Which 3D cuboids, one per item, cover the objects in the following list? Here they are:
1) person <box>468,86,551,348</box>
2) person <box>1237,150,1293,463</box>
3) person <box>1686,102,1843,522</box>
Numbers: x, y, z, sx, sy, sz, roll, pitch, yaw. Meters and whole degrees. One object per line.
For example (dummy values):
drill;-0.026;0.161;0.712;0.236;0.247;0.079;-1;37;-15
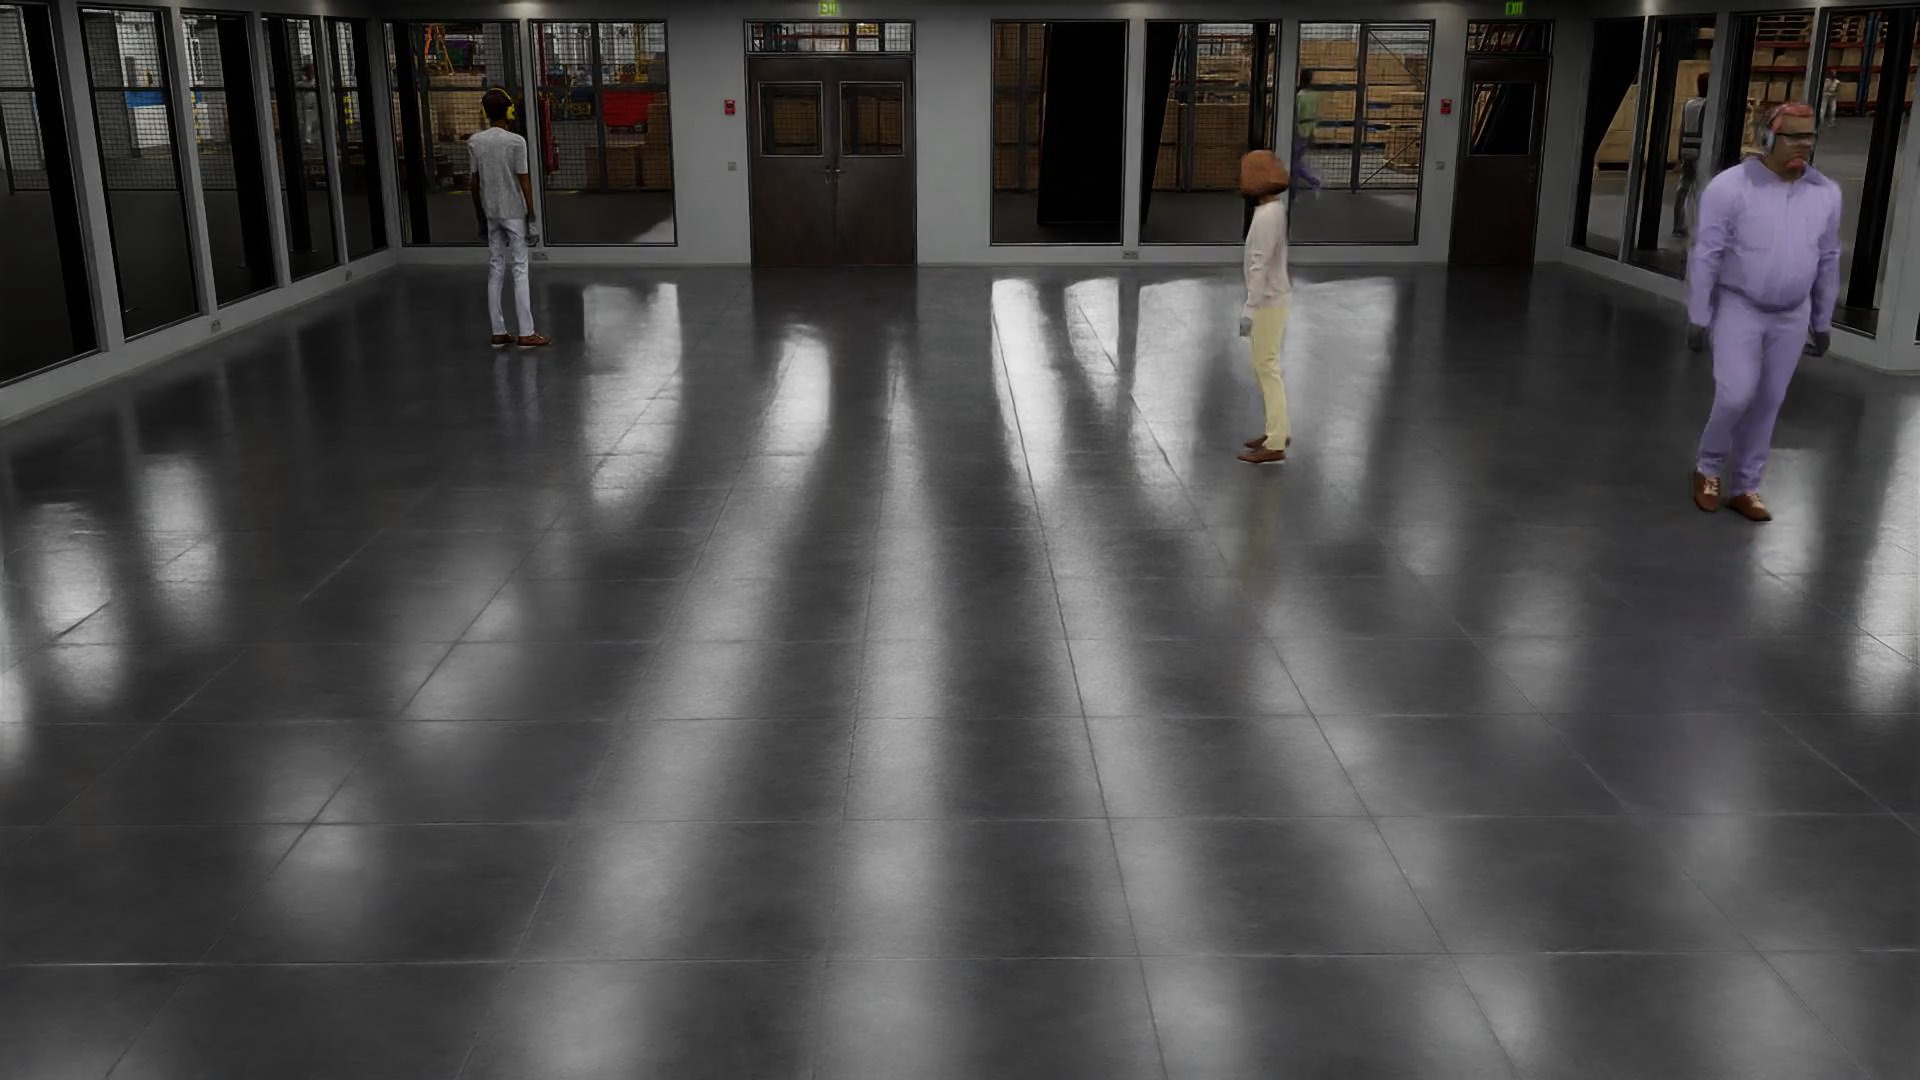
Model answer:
person;-3.296;-2.337;12.115;0.532;1.876;0.321;6;17;19
person;1.602;-1.213;8.724;0.312;1.620;0.575;4;17;13
person;3.667;-1.017;7.576;0.670;1.894;0.432;-1;16;-5
